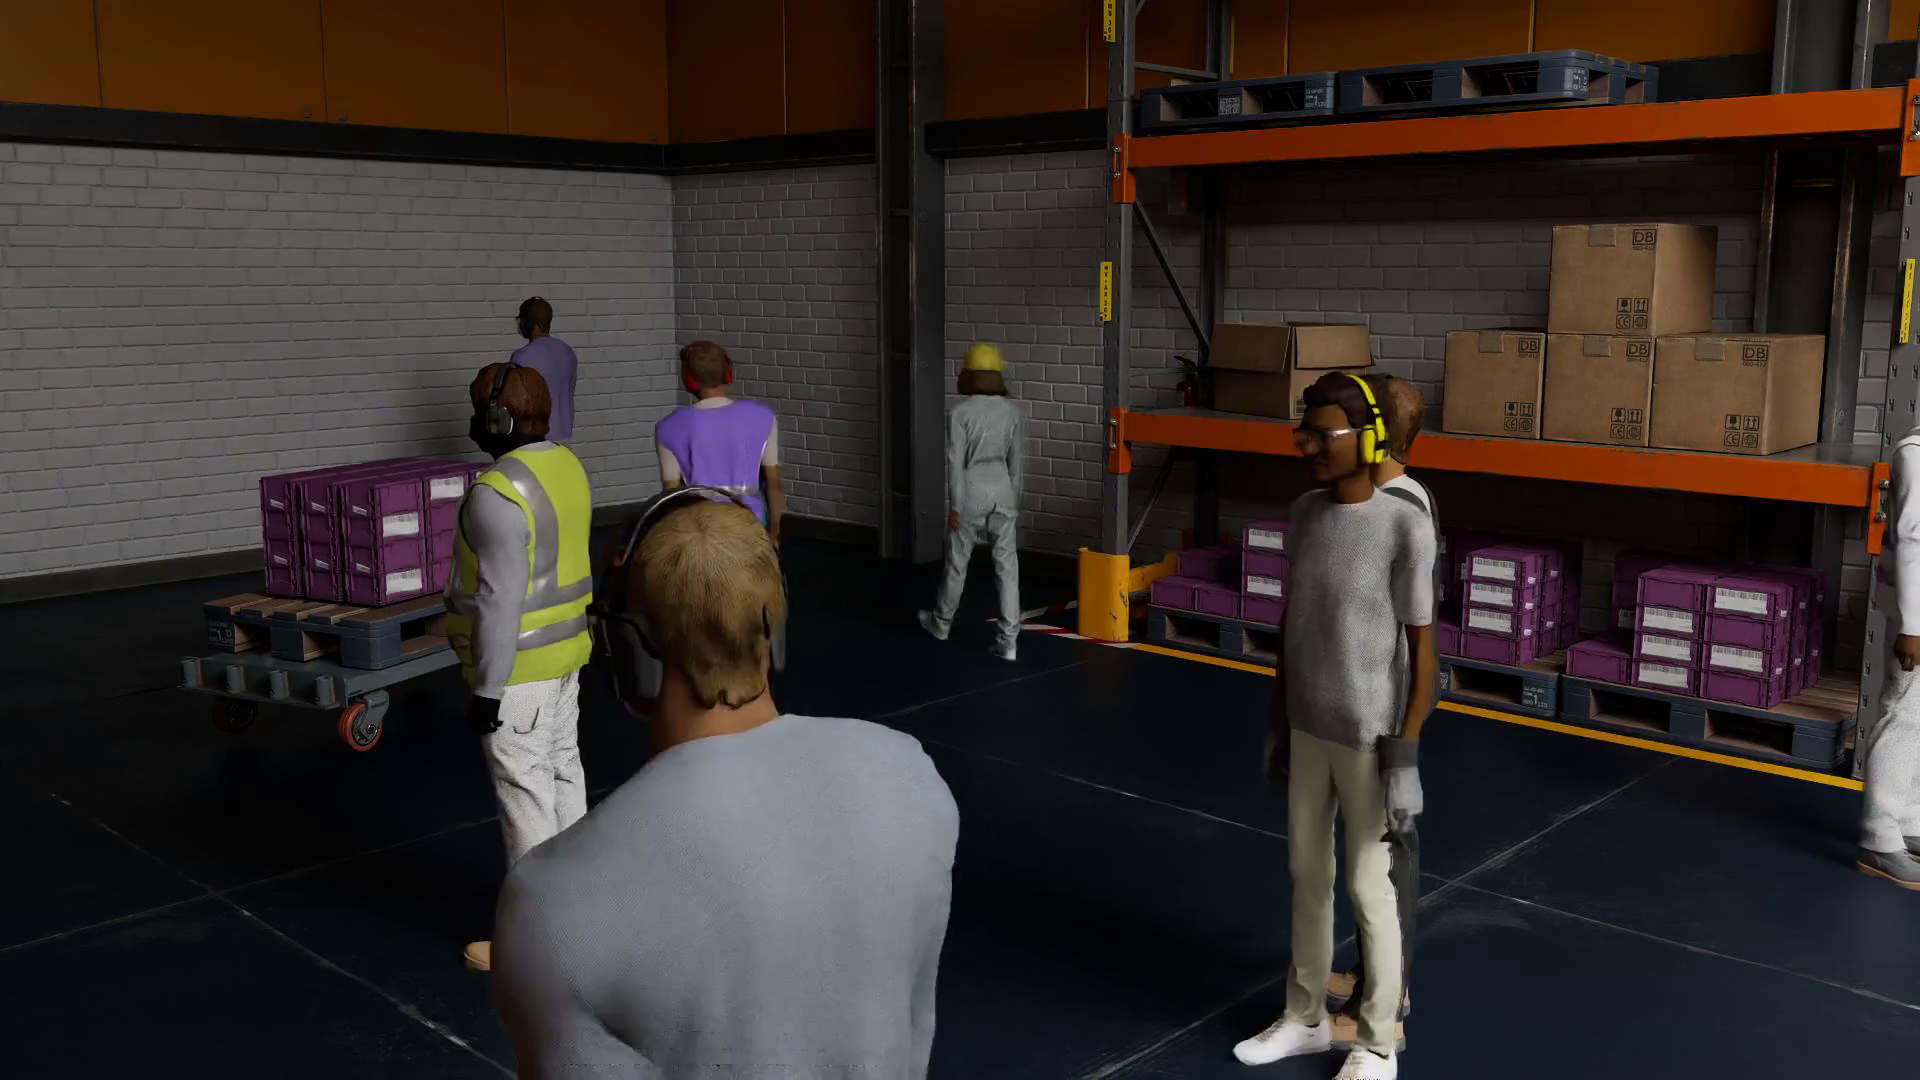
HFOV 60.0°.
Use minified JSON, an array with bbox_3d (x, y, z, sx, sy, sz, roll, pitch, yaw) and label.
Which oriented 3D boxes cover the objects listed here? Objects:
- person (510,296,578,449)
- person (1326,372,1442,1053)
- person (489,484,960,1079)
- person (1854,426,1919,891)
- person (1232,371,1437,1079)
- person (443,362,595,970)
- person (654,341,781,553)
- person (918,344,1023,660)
[{"bbox_3d":[-2.765,-0.633,11.009,0.373,1.940,0.630,3,10,18],"label":"person"},{"bbox_3d":[1.123,0.469,4.531,0.344,1.847,0.505,4,10,22],"label":"person"},{"bbox_3d":[-0.213,0.880,1.905,0.630,1.898,1.019,-8,12,-40],"label":"person"},{"bbox_3d":[3.361,0.250,5.755,0.583,1.882,0.337,-9,13,-43],"label":"person"},{"bbox_3d":[0.979,0.509,4.237,0.321,1.867,0.559,-6,11,-33],"label":"person"},{"bbox_3d":[-1.344,0.381,5.088,0.429,1.843,0.628,1,9,8],"label":"person"},{"bbox_3d":[-1.065,0.014,7.466,0.576,1.811,0.903,-2,9,-13],"label":"person"},{"bbox_3d":[0.091,-0.227,9.215,0.511,1.696,0.873,-5,11,-28],"label":"person"}]
